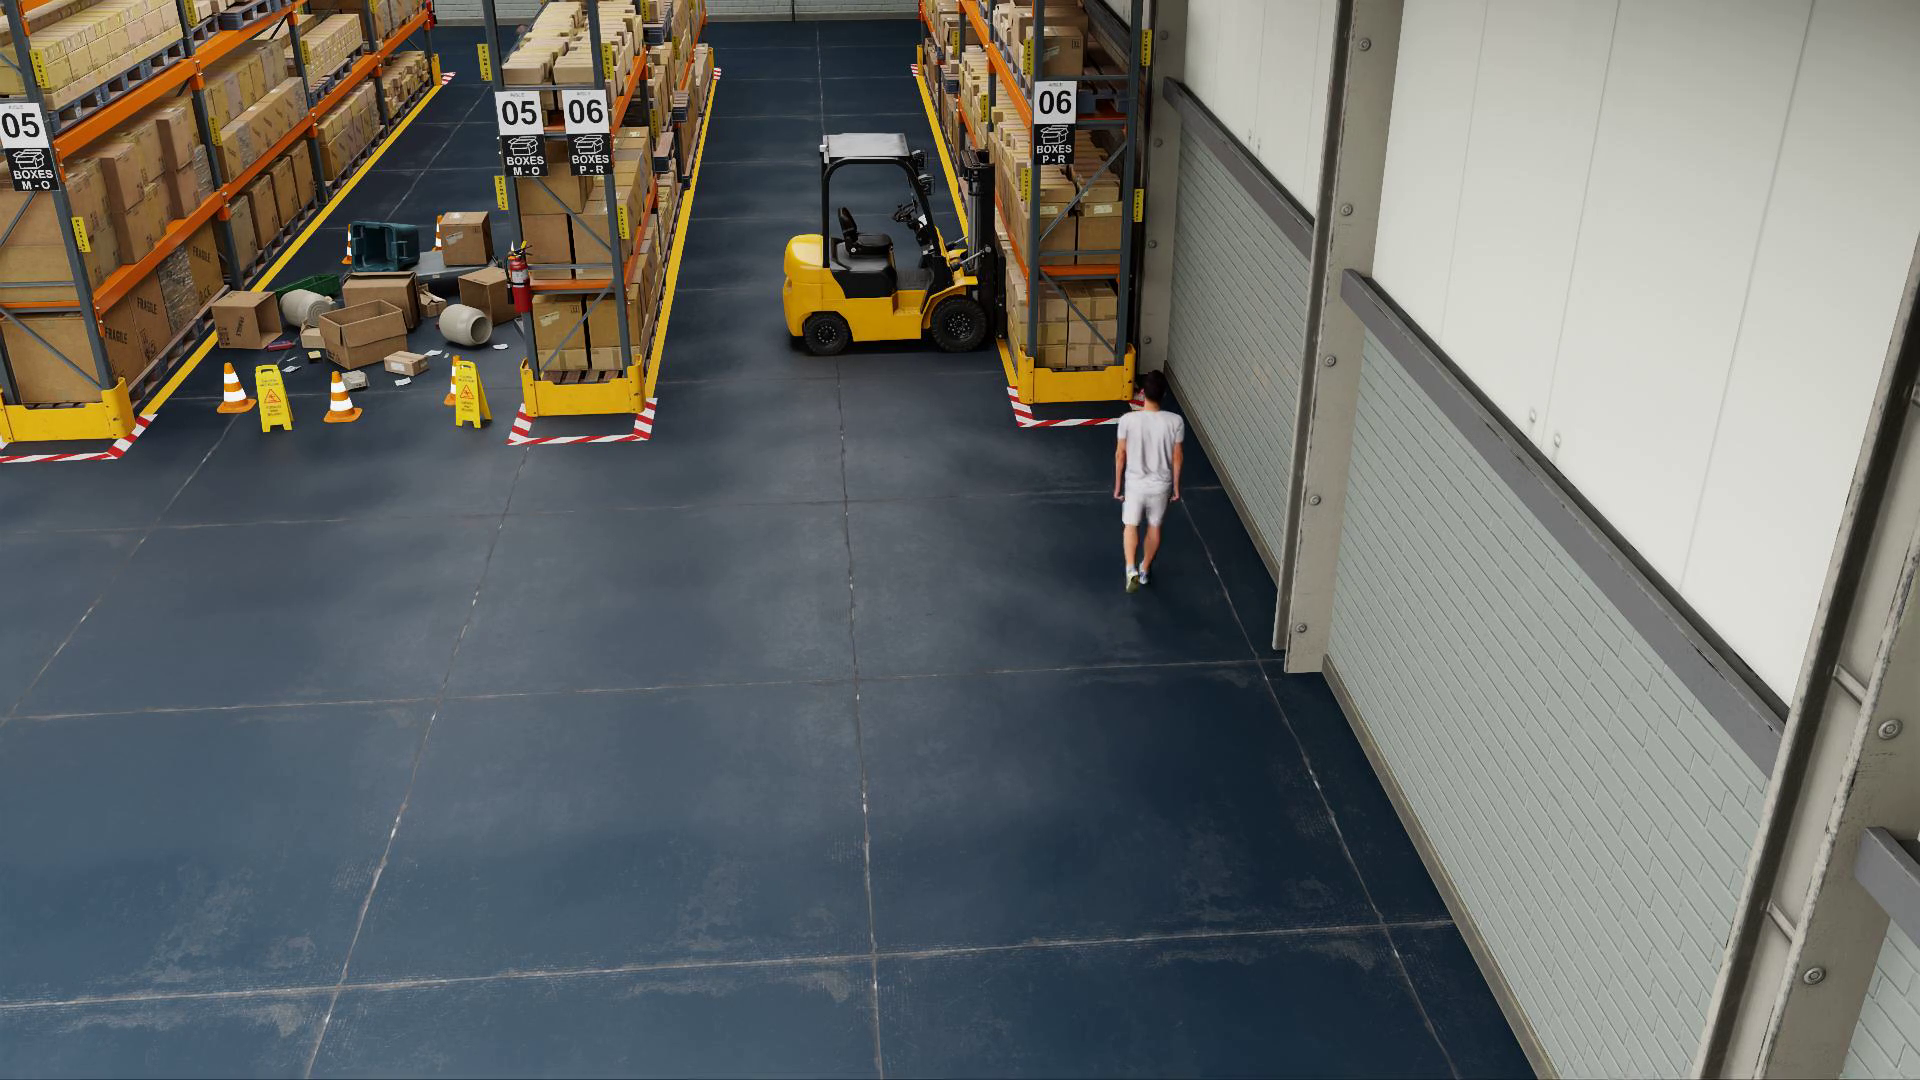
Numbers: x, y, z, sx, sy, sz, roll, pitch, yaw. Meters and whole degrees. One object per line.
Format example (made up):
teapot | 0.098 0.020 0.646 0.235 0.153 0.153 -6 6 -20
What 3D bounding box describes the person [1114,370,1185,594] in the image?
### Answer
person | 1.465 -0.410 12.976 0.804 1.840 1.044 3 27 6
